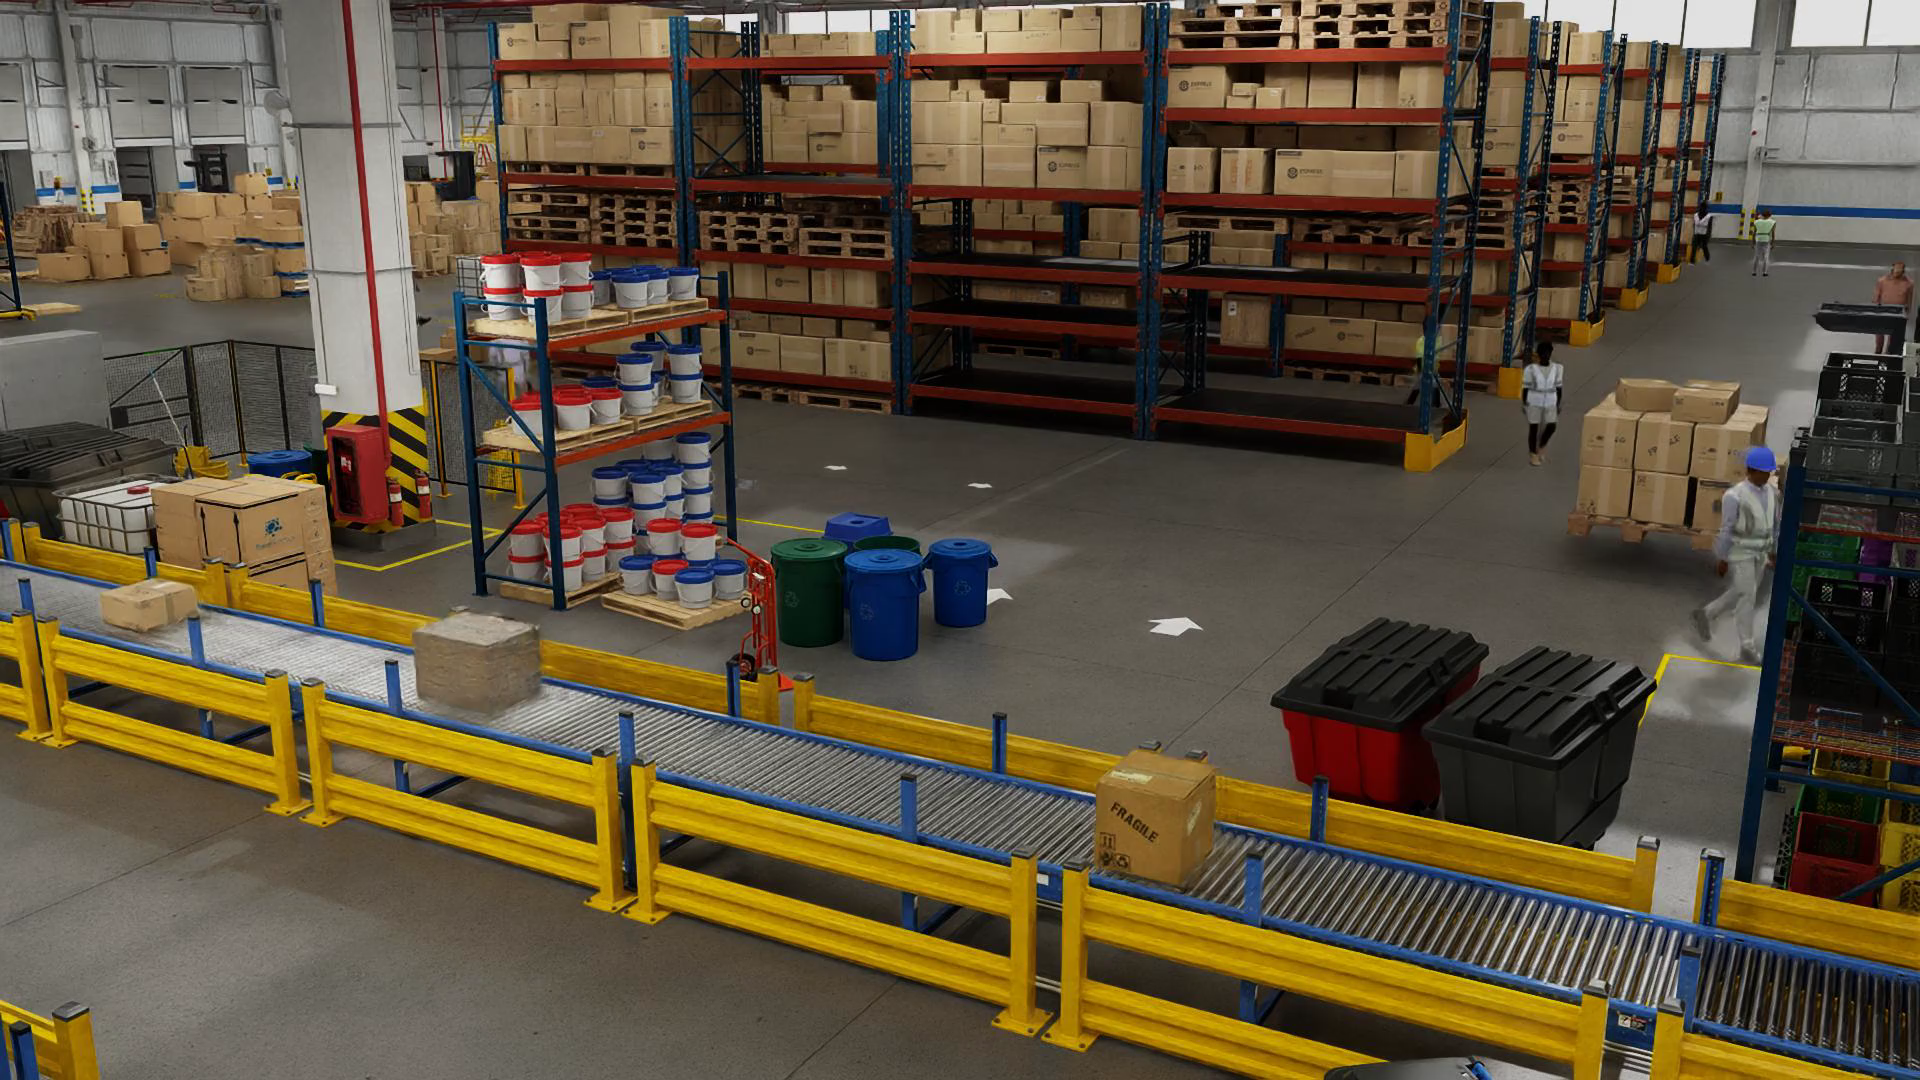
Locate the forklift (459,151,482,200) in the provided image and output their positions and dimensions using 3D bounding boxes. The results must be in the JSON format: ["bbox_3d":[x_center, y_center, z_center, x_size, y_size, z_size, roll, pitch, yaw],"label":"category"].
[{"bbox_3d":[-18.963,-13.620,64.302,1.873,2.768,1.129,1,15,2],"label":"forklift"}]

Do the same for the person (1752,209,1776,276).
[{"bbox_3d":[22.195,-8.220,45.982,0.564,1.846,0.390,9,17,29],"label":"person"}]

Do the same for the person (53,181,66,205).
[{"bbox_3d":[-32.739,-12.069,60.408,0.675,1.861,0.604,-14,20,-43],"label":"person"}]

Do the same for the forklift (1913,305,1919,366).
[{"bbox_3d":[9.437,-0.871,16.375,1.873,2.768,1.129,8,17,28],"label":"forklift"}]

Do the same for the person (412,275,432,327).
[{"bbox_3d":[-11.806,-5.440,35.413,1.043,1.907,0.613,-12,19,-39],"label":"person"}]

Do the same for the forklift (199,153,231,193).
[{"bbox_3d":[-27.440,-12.865,61.464,1.873,2.768,1.129,8,17,28],"label":"forklift"}]

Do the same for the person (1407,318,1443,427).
[{"bbox_3d":[7.031,-2.530,24.961,0.548,1.650,0.862,-8,17,-29],"label":"person"}]

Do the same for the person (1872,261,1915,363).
[{"bbox_3d":[17.398,-4.276,31.059,0.660,1.892,0.619,8,17,28],"label":"person"}]

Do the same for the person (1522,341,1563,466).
[{"bbox_3d":[7.760,-1.814,22.196,0.556,1.684,0.368,1,15,3],"label":"person"}]

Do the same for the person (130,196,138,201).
[{"bbox_3d":[-24.888,-9.400,50.241,0.629,1.939,0.372,9,17,29],"label":"person"}]

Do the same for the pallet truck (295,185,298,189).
[{"bbox_3d":[-26.804,-14.617,69.738,1.885,1.965,0.823,-14,20,-42],"label":"pallet truck"}]

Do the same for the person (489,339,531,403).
[{"bbox_3d":[-6.396,-2.317,23.744,0.556,1.885,1.017,-10,18,-33],"label":"person"}]

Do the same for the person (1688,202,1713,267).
[{"bbox_3d":[21.763,-8.952,48.705,0.945,1.875,0.602,-12,19,-39],"label":"person"}]

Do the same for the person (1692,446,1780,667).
[{"bbox_3d":[6.861,0.086,14.624,0.608,1.924,0.853,-8,17,-27],"label":"person"}]
